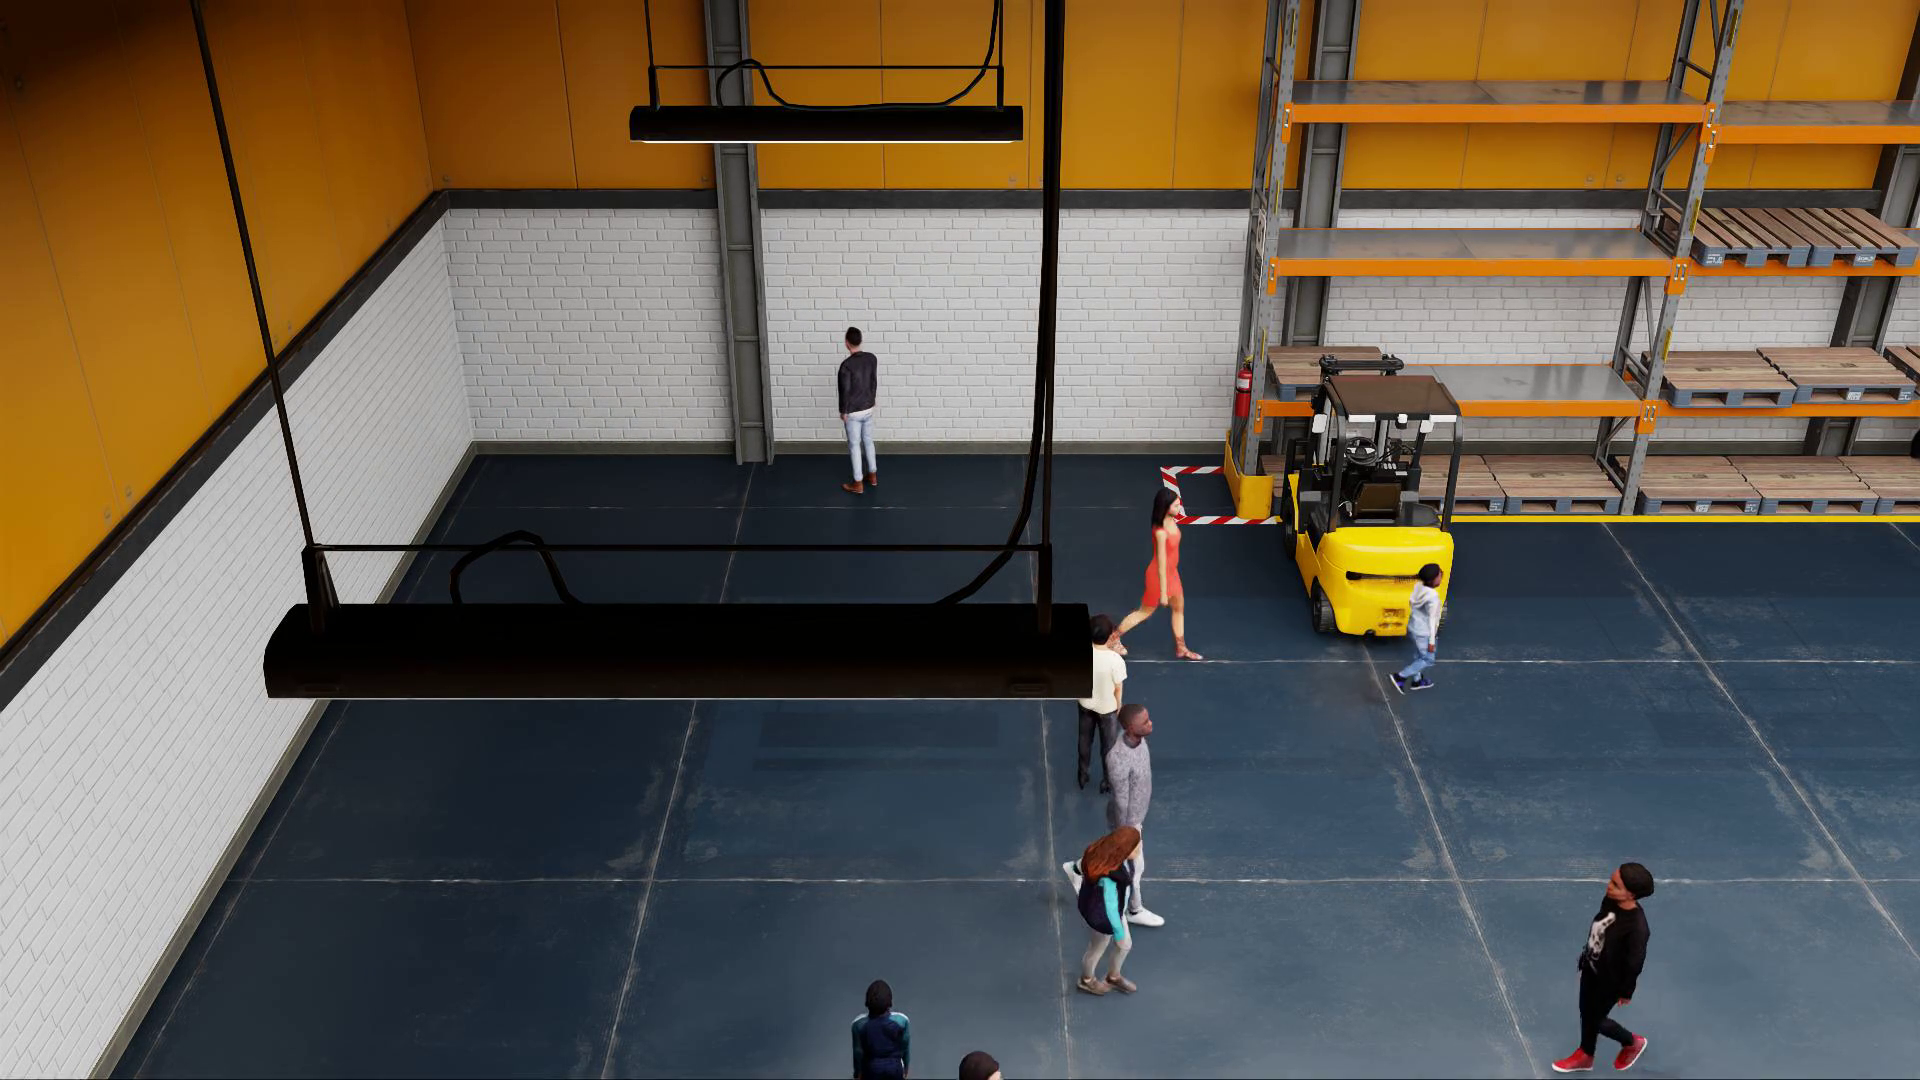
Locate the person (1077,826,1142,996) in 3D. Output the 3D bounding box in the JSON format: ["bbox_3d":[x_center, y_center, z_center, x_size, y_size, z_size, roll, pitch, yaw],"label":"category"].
[{"bbox_3d":[0.899,2.441,10.979,0.737,1.472,0.688,8,30,14],"label":"person"}]

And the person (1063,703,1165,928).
[{"bbox_3d":[1.083,1.901,11.607,1.098,1.819,0.877,8,30,15],"label":"person"}]

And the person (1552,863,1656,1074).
[{"bbox_3d":[4.092,2.678,10.344,0.794,1.665,0.628,-2,29,-4],"label":"person"}]

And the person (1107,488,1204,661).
[{"bbox_3d":[1.681,0.335,14.618,1.174,1.685,0.781,7,29,12],"label":"person"}]

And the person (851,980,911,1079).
[{"bbox_3d":[-0.470,3.128,9.947,0.438,1.255,0.575,-3,29,-6],"label":"person"}]

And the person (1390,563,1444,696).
[{"bbox_3d":[3.923,0.776,14.261,0.728,1.253,0.572,-6,29,-11],"label":"person"}]

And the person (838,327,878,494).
[{"bbox_3d":[-1.071,-1.382,17.608,0.767,1.835,0.721,23,36,36],"label":"person"}]

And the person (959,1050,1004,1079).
[{"bbox_3d":[0.002,3.383,8.875,1.243,1.834,0.949,11,30,19],"label":"person"}]

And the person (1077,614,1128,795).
[{"bbox_3d":[1.081,1.282,12.985,0.579,1.587,0.717,15,32,25],"label":"person"}]
